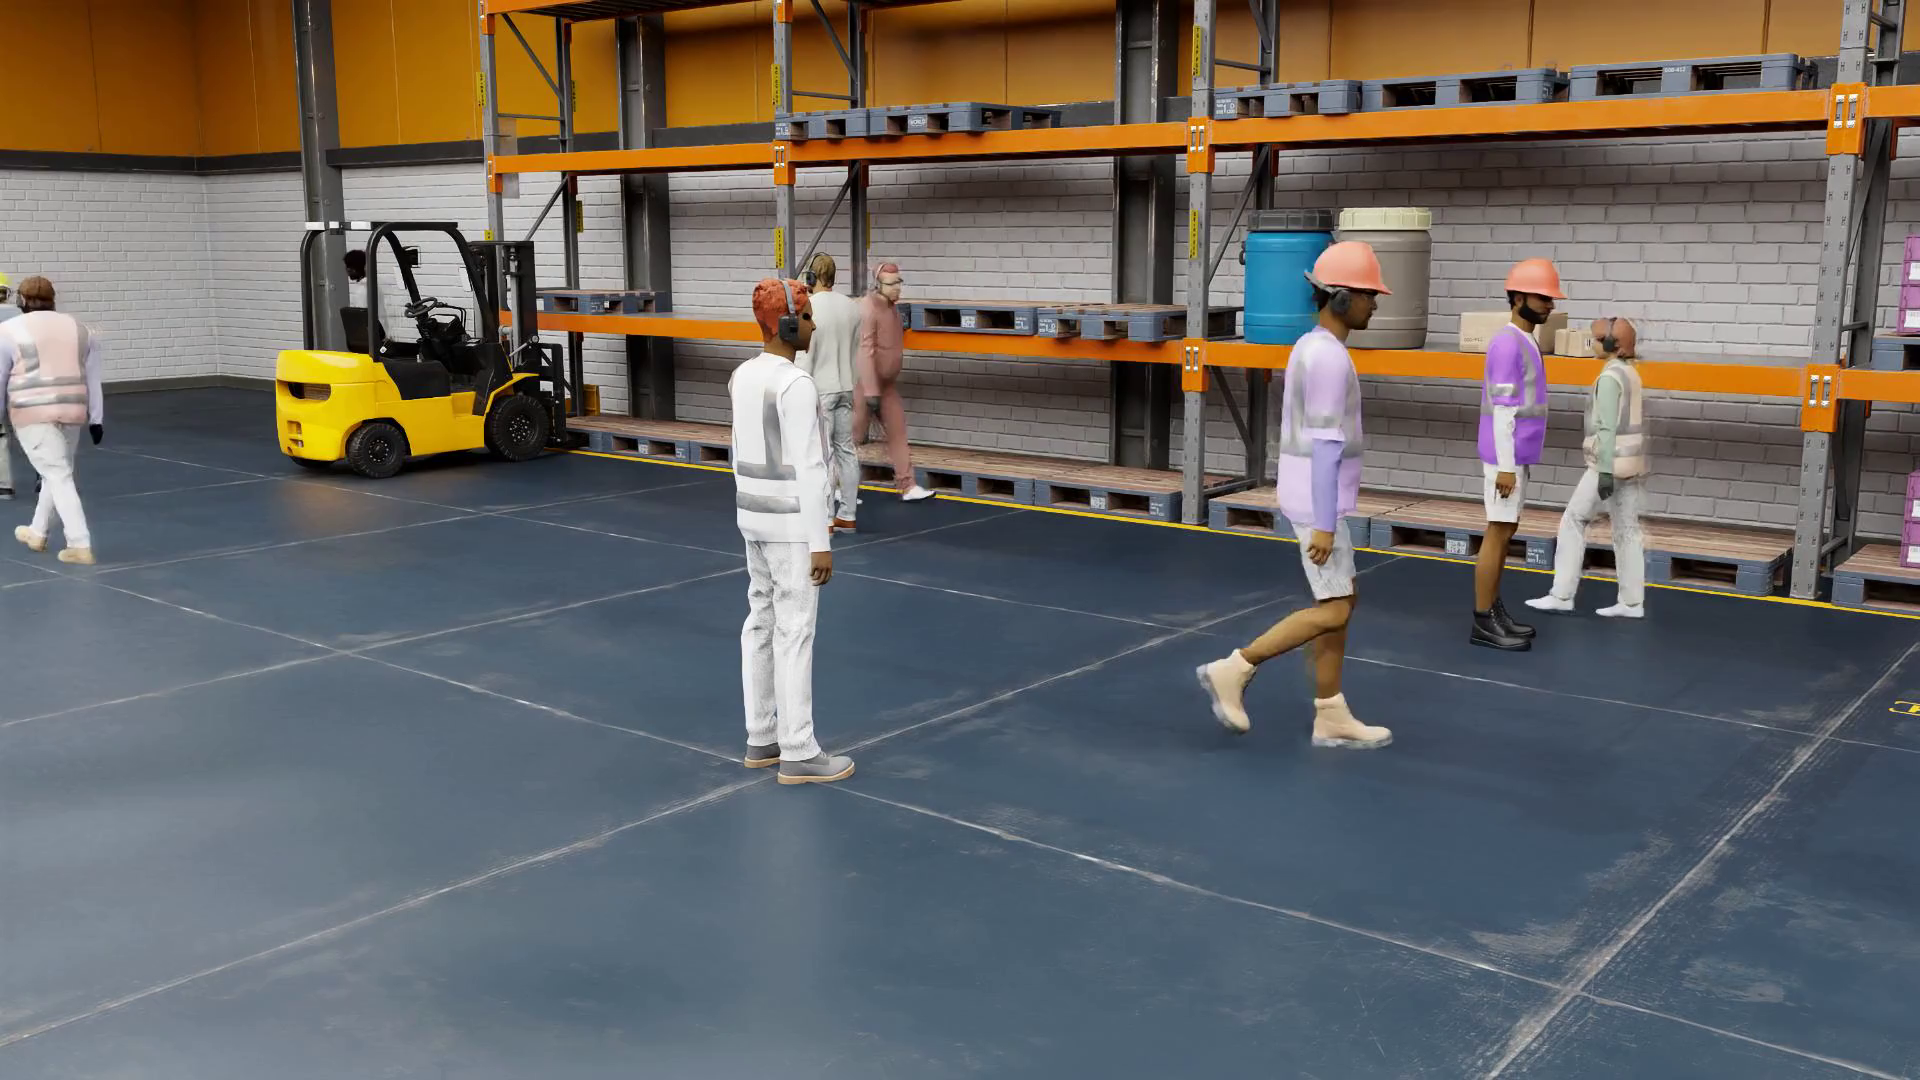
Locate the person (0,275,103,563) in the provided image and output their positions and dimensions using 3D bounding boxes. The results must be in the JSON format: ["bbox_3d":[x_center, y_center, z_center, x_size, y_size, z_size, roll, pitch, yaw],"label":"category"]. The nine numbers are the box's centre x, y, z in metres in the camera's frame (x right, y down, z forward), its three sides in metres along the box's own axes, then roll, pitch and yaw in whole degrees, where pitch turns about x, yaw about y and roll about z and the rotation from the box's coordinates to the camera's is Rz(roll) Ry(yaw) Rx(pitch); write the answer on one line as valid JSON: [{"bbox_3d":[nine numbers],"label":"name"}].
[{"bbox_3d":[-5.837,-0.764,10.539,0.935,1.788,0.613,6,12,29],"label":"person"}]

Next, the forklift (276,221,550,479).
[{"bbox_3d":[-4.922,-1.741,14.854,1.214,2.155,2.313,8,13,38],"label":"forklift"}]

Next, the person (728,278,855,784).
[{"bbox_3d":[-0.650,-0.029,6.234,0.355,1.882,0.576,-7,12,-34],"label":"person"}]

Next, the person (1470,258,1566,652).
[{"bbox_3d":[2.775,-0.425,8.278,0.373,1.933,0.549,5,11,26],"label":"person"}]

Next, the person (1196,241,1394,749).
[{"bbox_3d":[1.356,-0.154,6.528,0.683,2.019,0.615,2,10,9],"label":"person"}]

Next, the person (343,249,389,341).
[{"bbox_3d":[-6.497,-2.237,18.377,0.369,1.928,0.749,0,10,0],"label":"person"}]

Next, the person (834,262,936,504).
[{"bbox_3d":[-0.615,-1.171,12.644,0.976,1.857,0.671,5,11,24],"label":"person"}]

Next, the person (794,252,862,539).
[{"bbox_3d":[-0.920,-0.975,11.317,0.377,1.940,0.629,8,13,37],"label":"person"}]

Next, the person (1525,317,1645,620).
[{"bbox_3d":[3.387,-0.378,8.907,0.701,1.613,0.540,8,13,36],"label":"person"}]

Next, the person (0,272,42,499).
[{"bbox_3d":[-7.417,-1.205,12.943,0.546,1.815,0.595,7,12,33],"label":"person"}]
